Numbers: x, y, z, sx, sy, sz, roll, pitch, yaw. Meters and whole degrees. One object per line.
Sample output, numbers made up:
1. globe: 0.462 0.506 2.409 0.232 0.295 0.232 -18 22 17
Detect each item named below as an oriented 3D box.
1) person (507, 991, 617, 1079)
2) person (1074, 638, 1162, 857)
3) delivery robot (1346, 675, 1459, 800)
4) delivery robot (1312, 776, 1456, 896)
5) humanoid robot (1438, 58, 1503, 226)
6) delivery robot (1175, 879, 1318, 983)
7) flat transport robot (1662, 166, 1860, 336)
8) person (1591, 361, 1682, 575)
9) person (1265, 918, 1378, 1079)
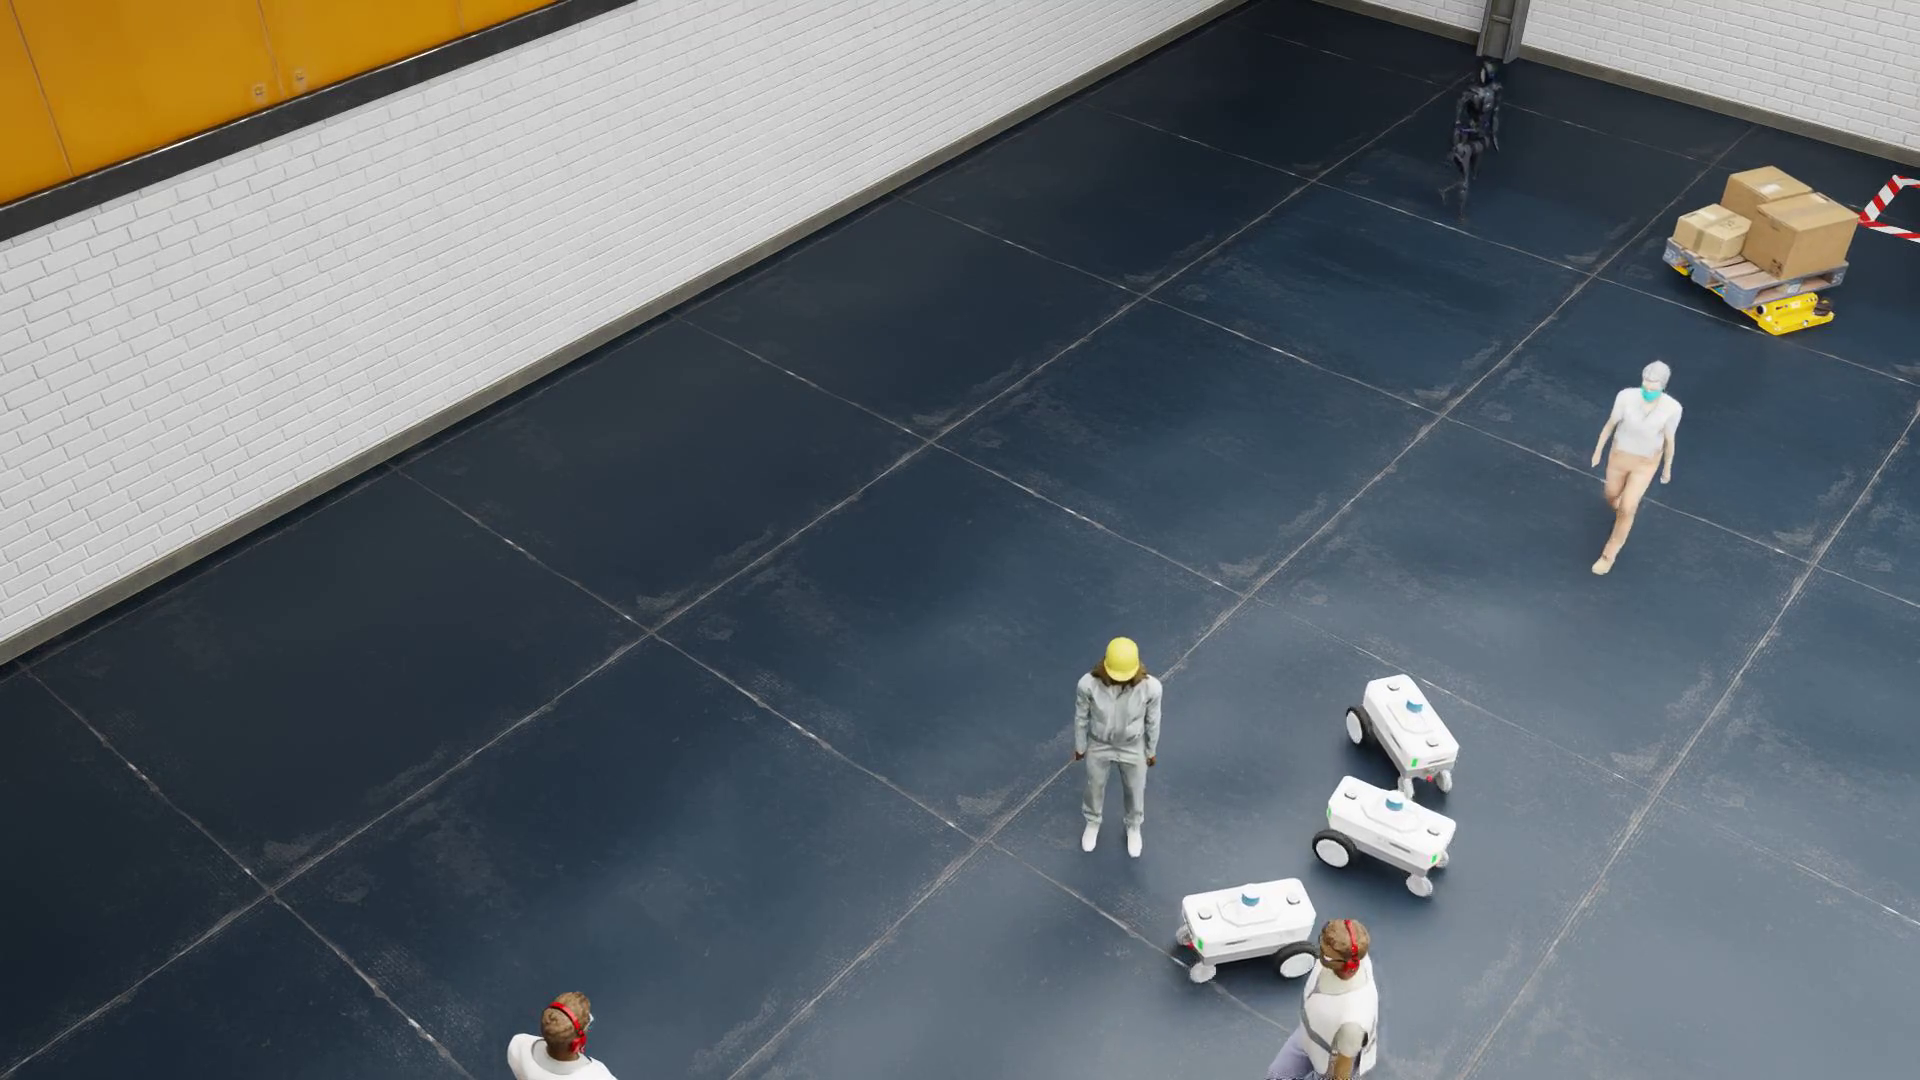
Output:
1. person: -1.746 2.739 7.644 0.571 1.832 0.398 16 42 19
2. person: 0.902 1.200 9.637 0.487 1.723 0.393 3 39 4
3. delivery robot: 2.837 1.209 10.561 0.499 0.598 0.791 -10 40 -12
4. delivery robot: 2.530 1.729 9.926 0.805 0.612 0.499 22 44 25
5. humanoid robot: 4.882 -3.879 15.996 0.613 1.638 0.594 -17 42 -20
6. delivery robot: 1.644 2.171 9.379 0.790 0.614 0.499 -7 39 -9
7. flat transport robot: 7.206 -2.347 15.199 0.659 0.231 1.431 -14 41 -17
8. person: 4.840 -0.622 11.916 0.538 1.708 0.752 20 43 23
9. person: 1.809 2.444 8.031 0.937 1.807 0.574 -2 39 -2
